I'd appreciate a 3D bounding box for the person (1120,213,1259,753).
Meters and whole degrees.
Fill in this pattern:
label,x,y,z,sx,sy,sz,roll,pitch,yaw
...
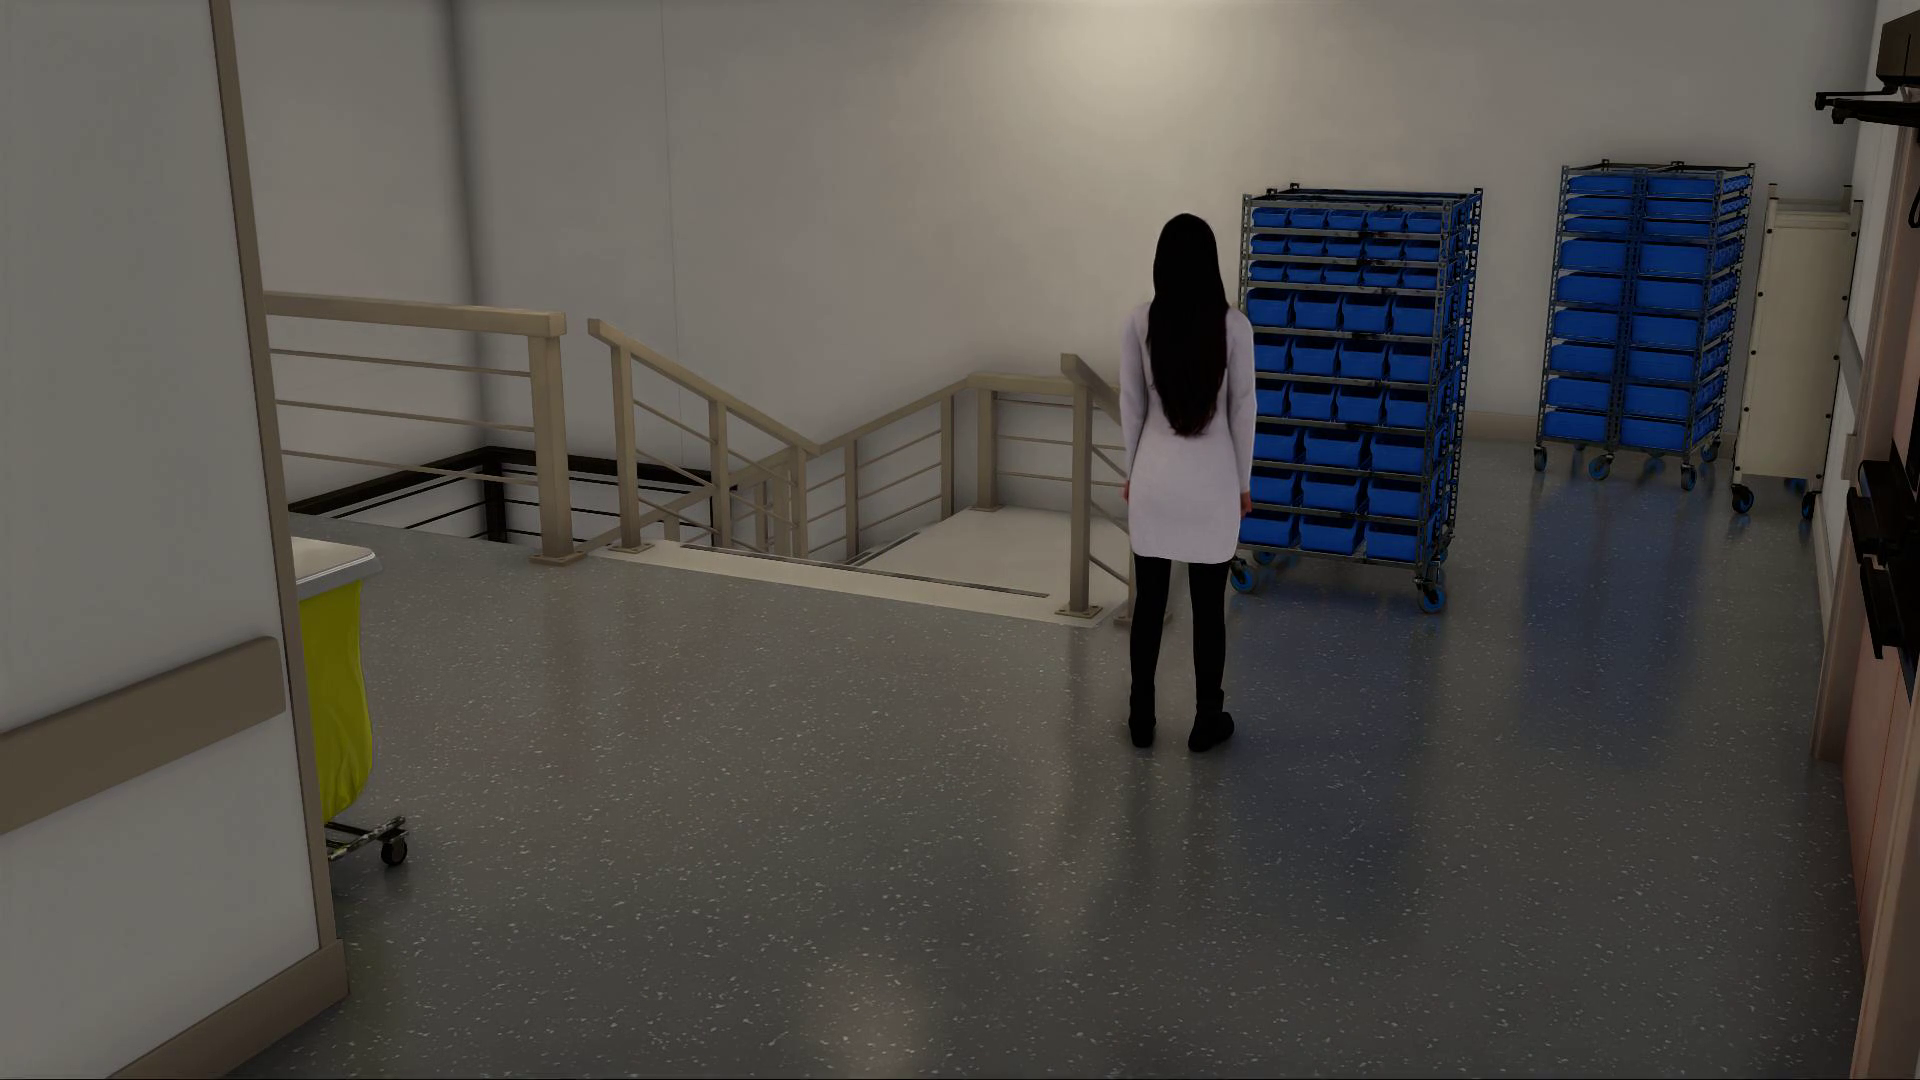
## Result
label,x,y,z,sx,sy,sz,roll,pitch,yaw
person,0.736,-0.175,5.545,0.628,1.810,0.566,5,17,17
